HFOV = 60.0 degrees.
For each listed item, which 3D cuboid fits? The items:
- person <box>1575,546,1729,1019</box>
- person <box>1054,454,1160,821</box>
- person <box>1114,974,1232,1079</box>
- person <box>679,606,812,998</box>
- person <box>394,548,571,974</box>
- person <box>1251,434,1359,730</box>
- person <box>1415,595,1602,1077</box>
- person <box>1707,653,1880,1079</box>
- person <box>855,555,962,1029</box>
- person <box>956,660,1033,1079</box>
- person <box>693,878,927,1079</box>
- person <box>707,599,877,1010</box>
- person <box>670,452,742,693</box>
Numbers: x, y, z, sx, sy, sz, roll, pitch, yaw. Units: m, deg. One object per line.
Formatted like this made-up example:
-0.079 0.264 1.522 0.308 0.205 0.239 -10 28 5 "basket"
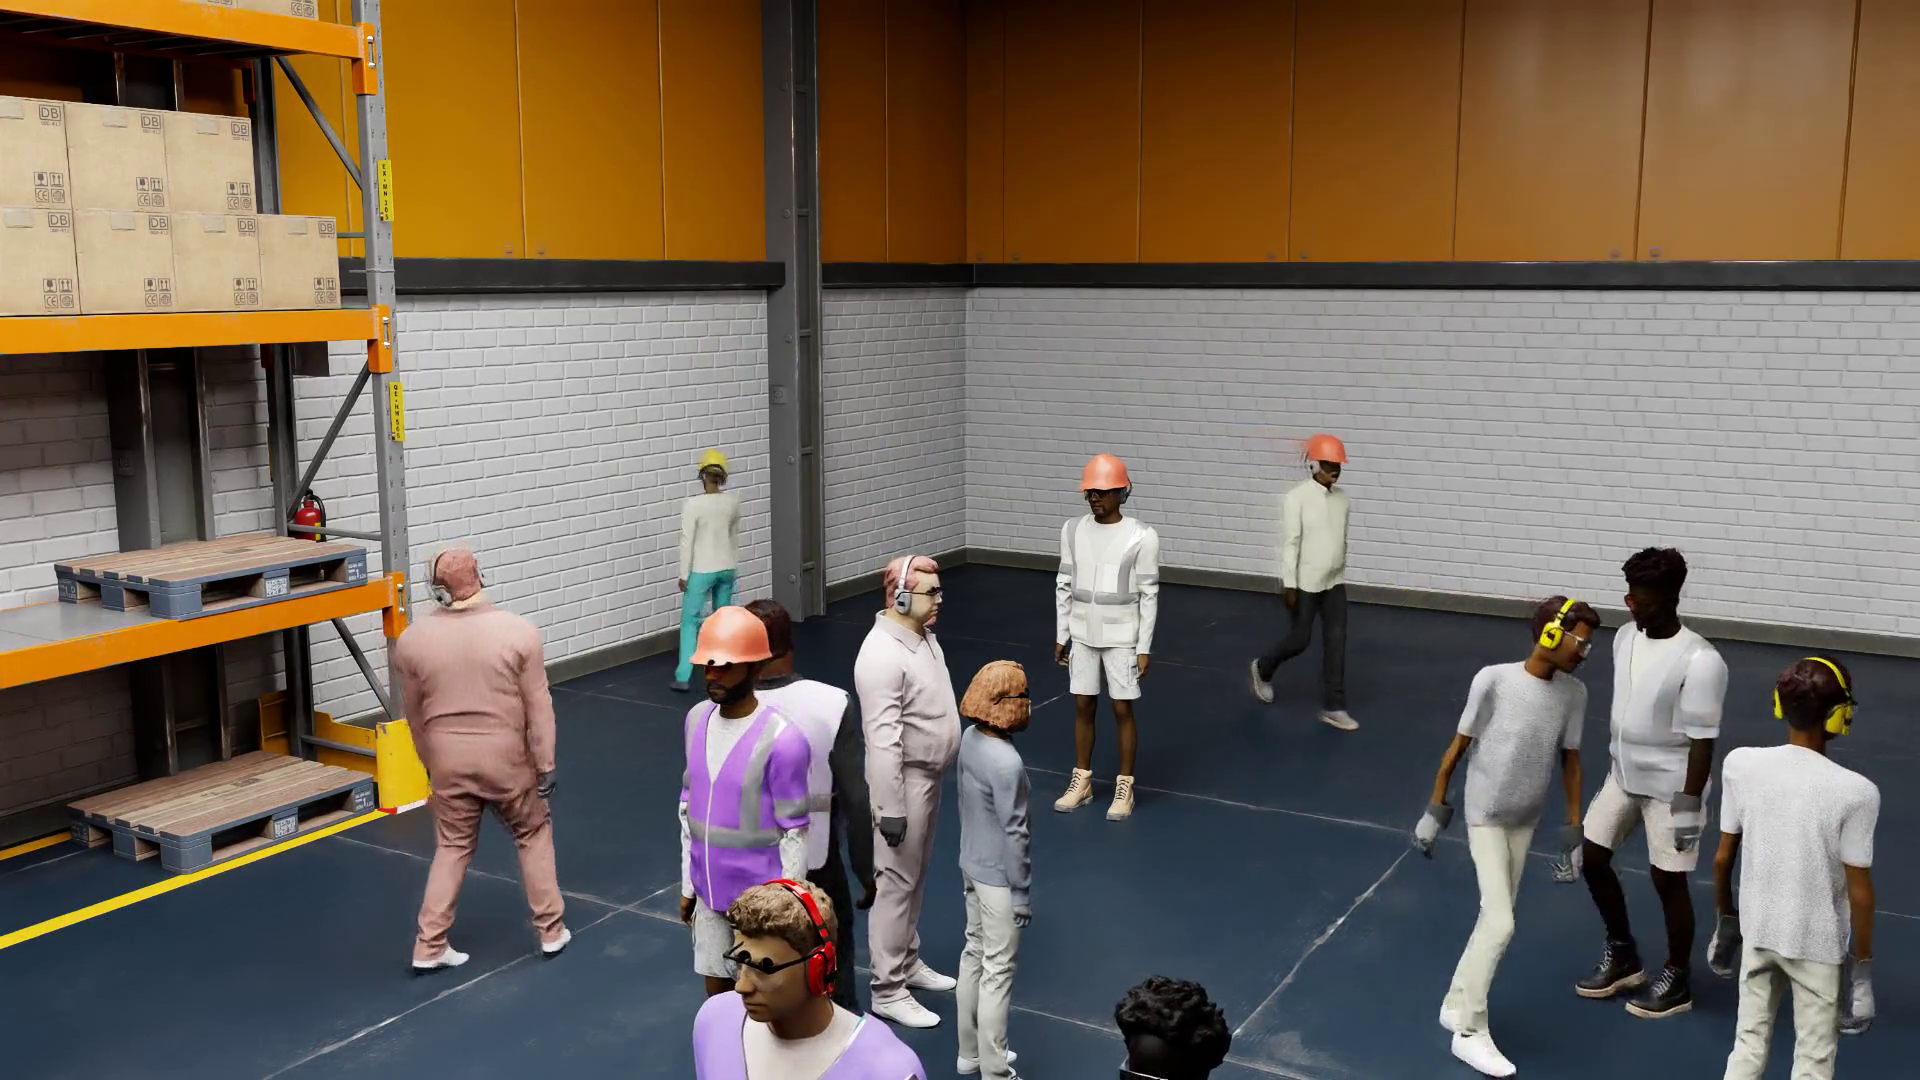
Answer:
2.761 0.983 6.768 0.552 1.941 0.649 -3 9 -16 "person"
0.800 0.538 9.258 0.608 2.044 0.371 5 10 28 "person"
0.410 1.666 3.294 0.537 1.695 0.321 4 10 25 "person"
-0.750 1.174 5.601 0.548 1.942 0.347 7 11 36 "person"
-2.080 0.958 7.250 0.672 1.860 0.570 0 9 3 "person"
2.365 0.254 11.254 0.626 1.973 0.825 -5 11 -30 "person"
2.119 1.112 6.376 0.609 1.814 0.642 -4 10 -21 "person"
2.611 1.278 5.201 0.319 1.865 0.525 -6 11 -35 "person"
-0.195 1.002 6.791 0.408 1.905 0.654 2 9 11 "person"
0.140 1.242 6.134 0.277 1.633 0.507 -3 10 -20 "person"
-0.310 1.568 3.440 0.570 1.843 0.373 6 11 32 "person"
-0.610 1.150 5.945 0.653 1.869 0.573 1 9 9 "person"
-1.838 0.234 12.129 0.598 1.722 0.334 -9 13 -44 "person"
